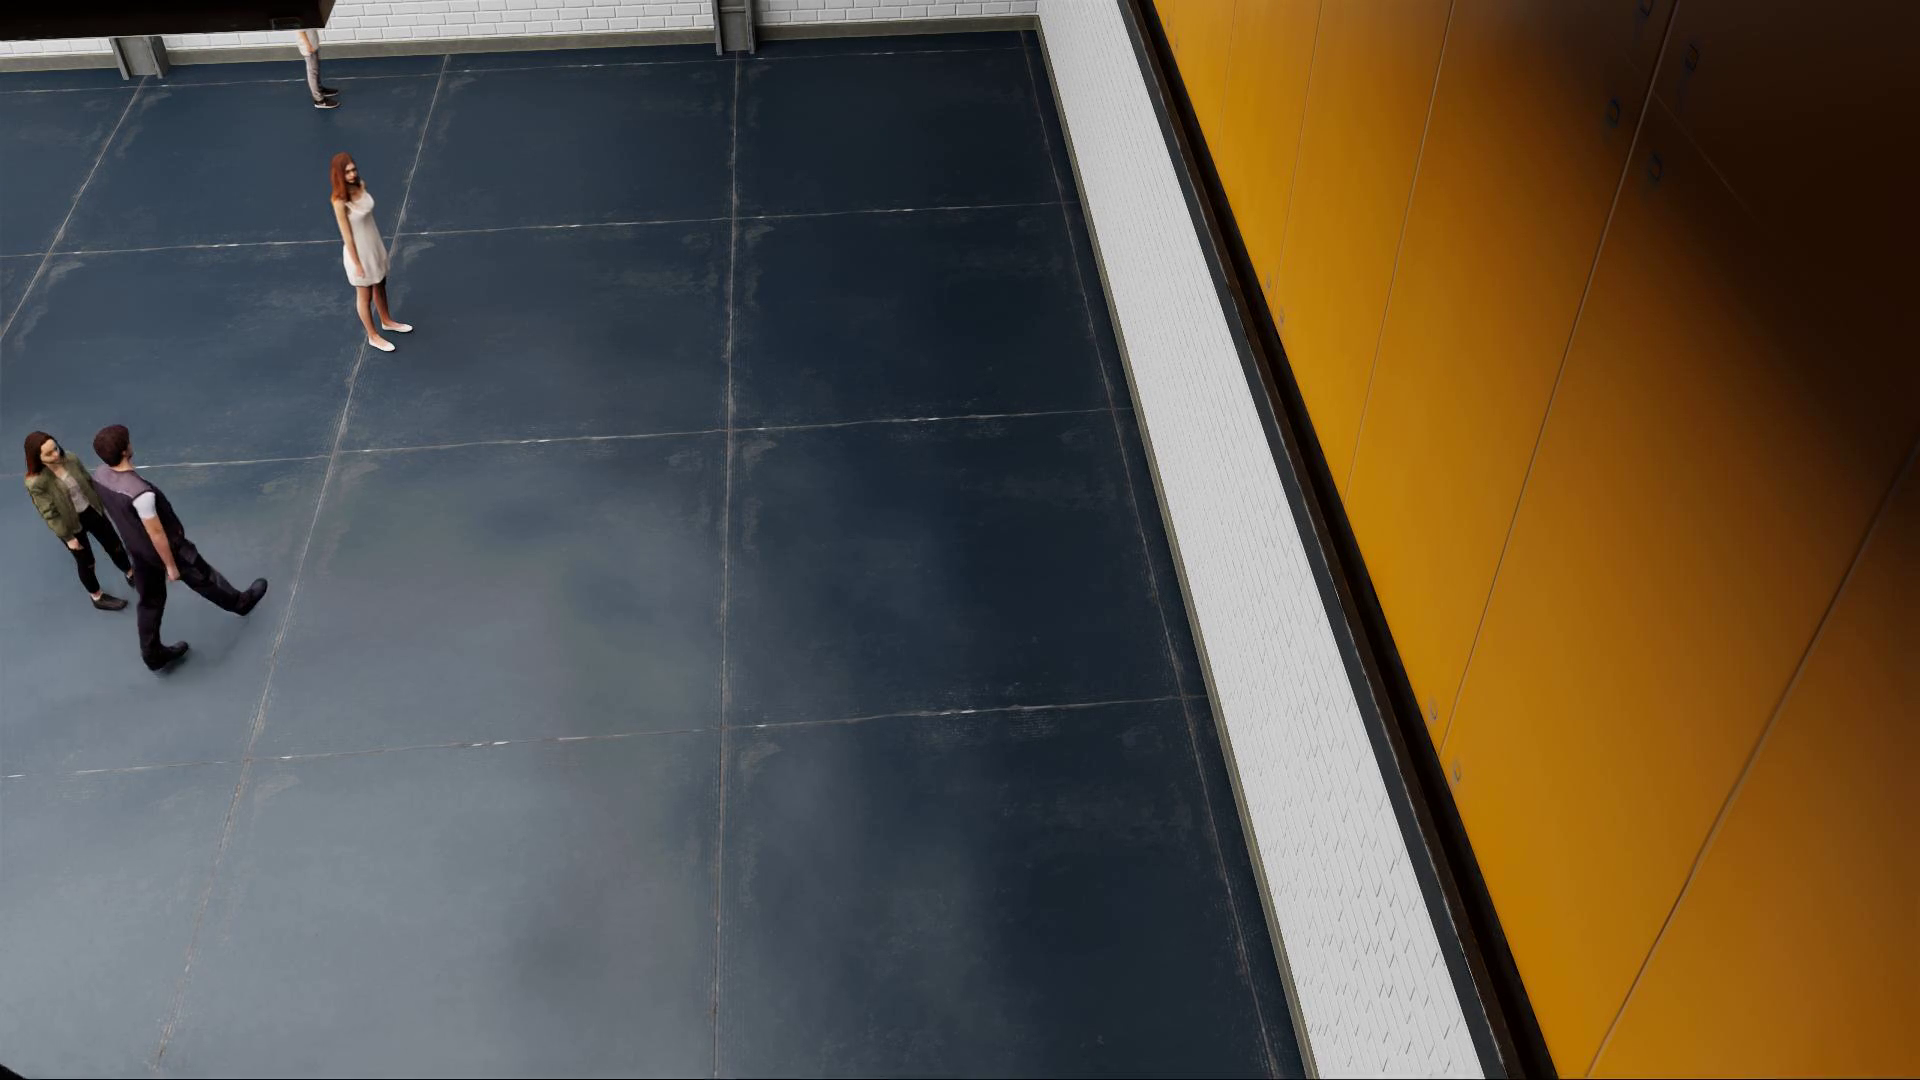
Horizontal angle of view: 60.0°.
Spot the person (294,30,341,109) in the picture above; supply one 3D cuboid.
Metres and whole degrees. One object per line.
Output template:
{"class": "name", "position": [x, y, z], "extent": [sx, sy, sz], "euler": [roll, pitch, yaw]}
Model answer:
{"class": "person", "position": [-6.338, -4.907, 16.091], "extent": [0.510, 1.440, 0.547], "euler": [-9, 44, -10]}

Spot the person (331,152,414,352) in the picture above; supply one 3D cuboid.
{"class": "person", "position": [-4.717, -2.303, 13.163], "extent": [0.651, 1.707, 0.636], "euler": [13, 45, 14]}

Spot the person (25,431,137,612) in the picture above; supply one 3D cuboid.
{"class": "person", "position": [-5.899, -0.127, 11.050], "extent": [0.732, 1.471, 0.696], "euler": [16, 46, 16]}

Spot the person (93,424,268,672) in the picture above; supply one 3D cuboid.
{"class": "person", "position": [-5.198, 0.099, 10.570], "extent": [1.182, 1.806, 1.140], "euler": [22, 48, 21]}
